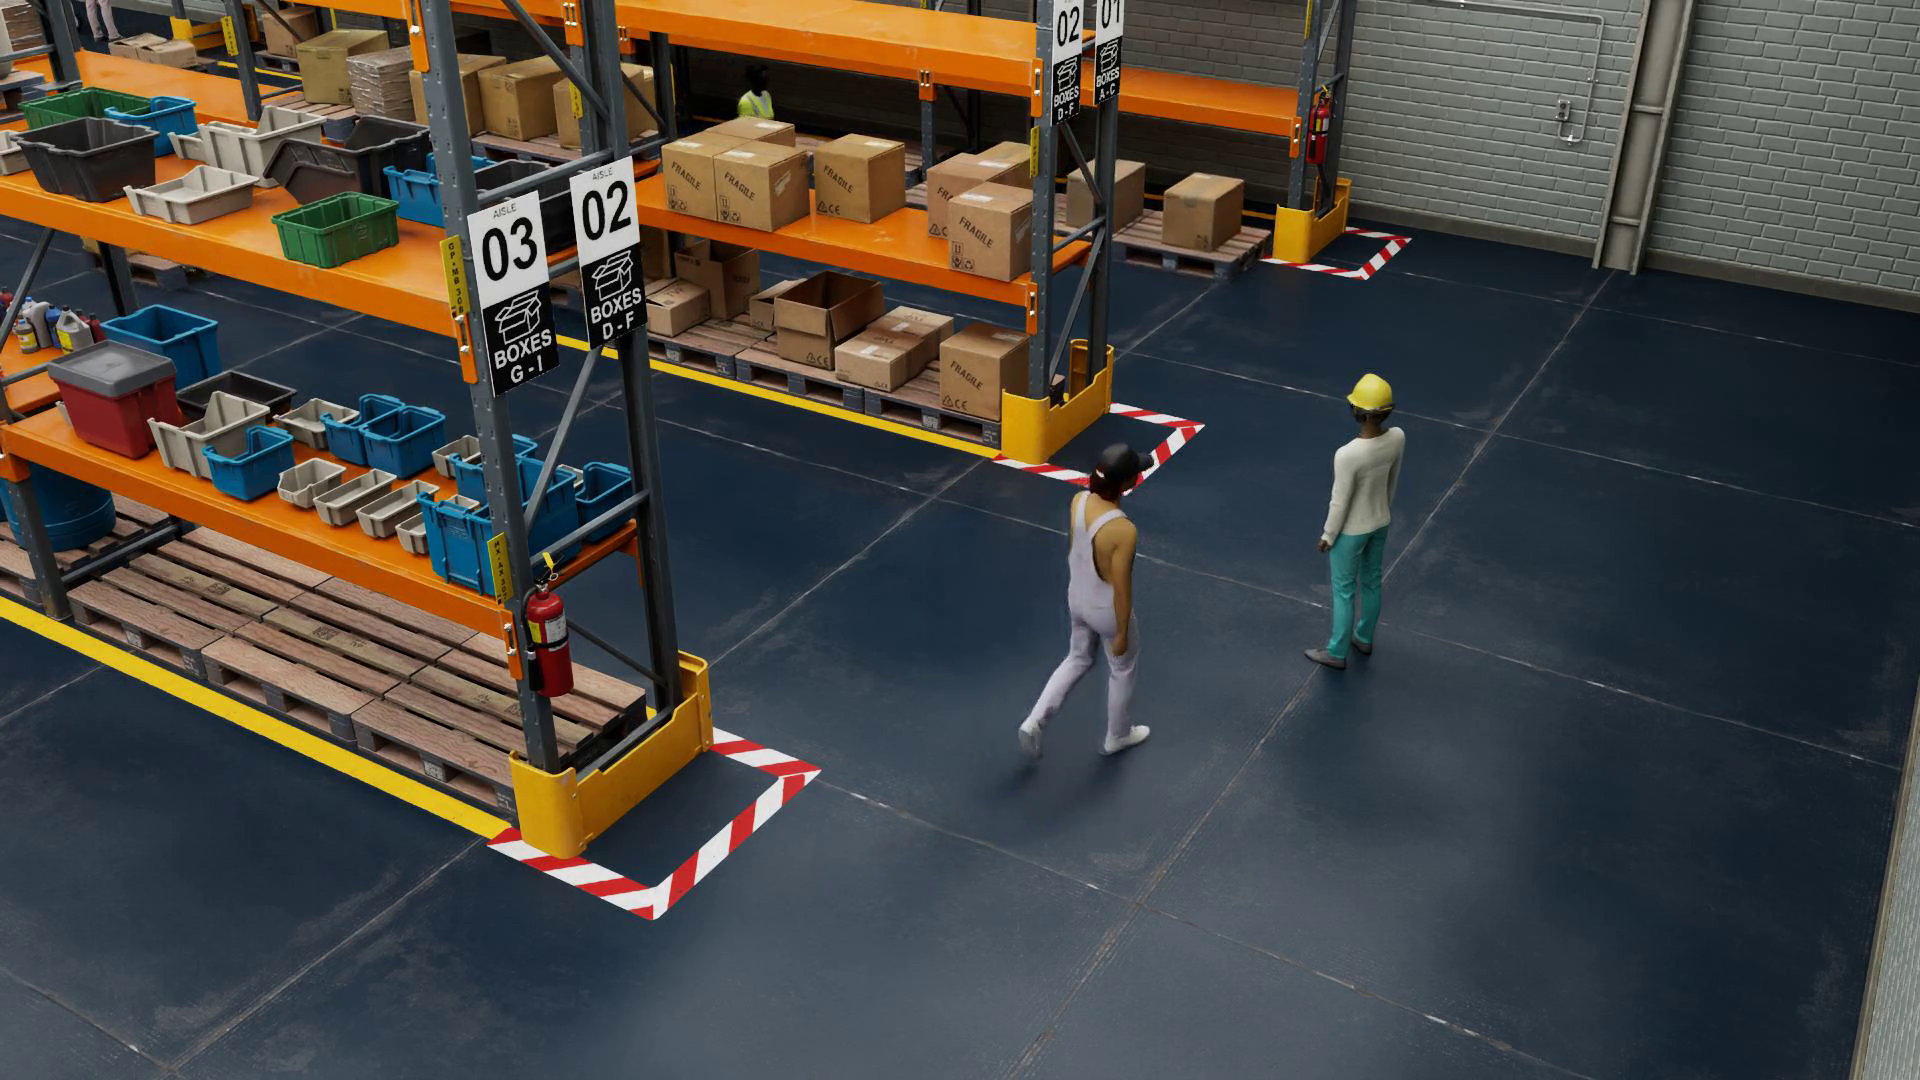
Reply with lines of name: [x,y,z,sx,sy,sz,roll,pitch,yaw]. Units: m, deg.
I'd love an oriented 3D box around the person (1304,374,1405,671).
person: [2.210,-0.093,9.263,0.521,1.768,0.308,-20,35,-32]

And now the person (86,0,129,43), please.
person: [-12.056,-7.846,23.094,0.570,1.841,0.377,7,30,13]

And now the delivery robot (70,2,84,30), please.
delivery robot: [-13.093,-7.607,24.000,0.777,0.606,0.517,20,35,31]

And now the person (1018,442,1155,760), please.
person: [0.667,0.343,8.407,0.715,1.834,0.516,-22,36,-34]

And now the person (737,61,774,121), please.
person: [-1.981,-3.767,15.963,0.865,1.658,0.540,14,32,23]
